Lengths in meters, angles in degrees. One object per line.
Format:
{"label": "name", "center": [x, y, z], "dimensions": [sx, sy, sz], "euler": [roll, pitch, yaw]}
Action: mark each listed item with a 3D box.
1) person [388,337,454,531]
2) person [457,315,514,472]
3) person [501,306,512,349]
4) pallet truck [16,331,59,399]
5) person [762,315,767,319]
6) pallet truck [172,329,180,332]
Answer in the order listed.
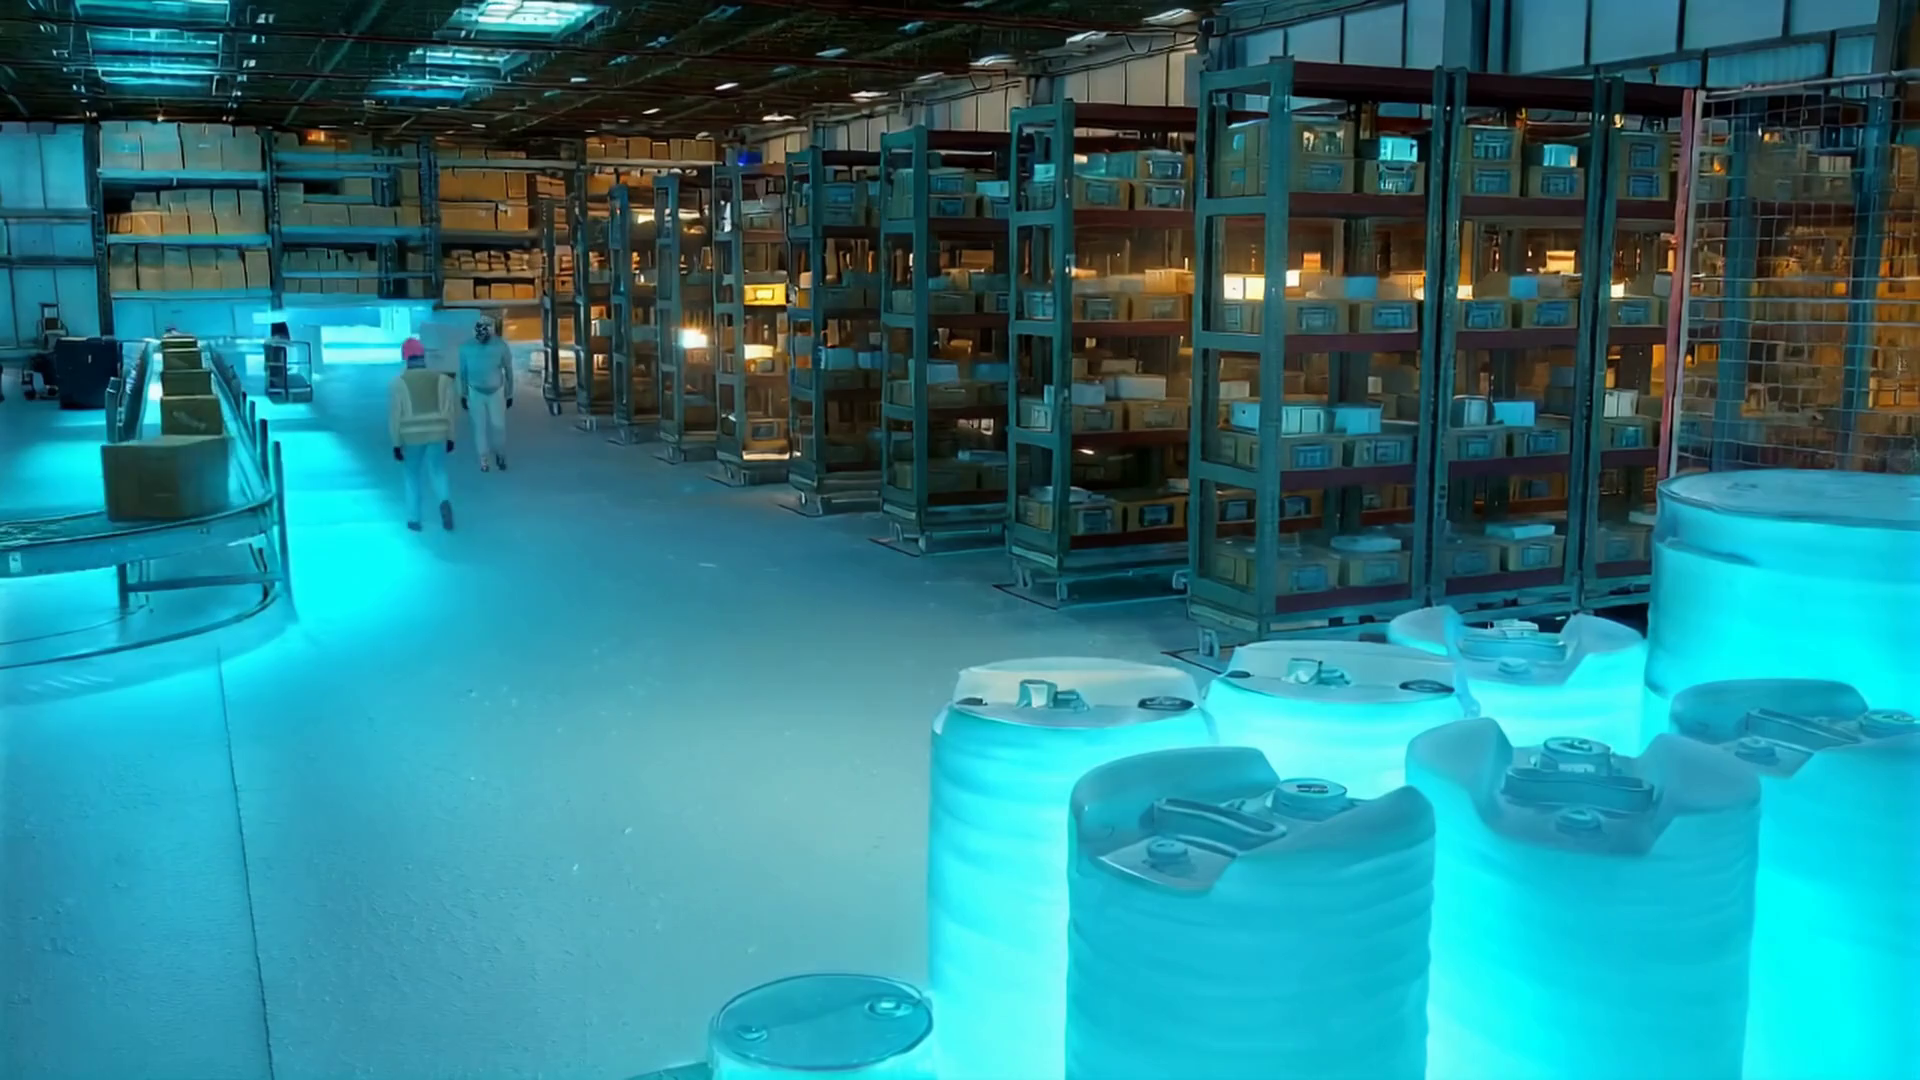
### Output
{"label": "person", "center": [-4.952, -0.959, 15.347], "dimensions": [0.602, 1.809, 0.658], "euler": [-6, 11, -32]}
{"label": "person", "center": [-5.704, -1.746, 19.990], "dimensions": [0.648, 1.891, 0.448], "euler": [-2, 9, -12]}
{"label": "person", "center": [-14.030, -6.726, 51.335], "dimensions": [0.295, 1.745, 0.486], "euler": [1, 9, 6]}
{"label": "pallet truck", "center": [-17.082, -3.353, 31.781], "dimensions": [1.630, 1.274, 0.653], "euler": [-4, 10, -25]}
{"label": "person", "center": [-4.135, -4.232, 35.084], "dimensions": [0.376, 1.995, 0.612], "euler": [3, 10, 20]}
{"label": "pallet truck", "center": [-17.275, -3.851, 35.096], "dimensions": [1.601, 1.201, 0.680], "euler": [0, 9, 1]}
